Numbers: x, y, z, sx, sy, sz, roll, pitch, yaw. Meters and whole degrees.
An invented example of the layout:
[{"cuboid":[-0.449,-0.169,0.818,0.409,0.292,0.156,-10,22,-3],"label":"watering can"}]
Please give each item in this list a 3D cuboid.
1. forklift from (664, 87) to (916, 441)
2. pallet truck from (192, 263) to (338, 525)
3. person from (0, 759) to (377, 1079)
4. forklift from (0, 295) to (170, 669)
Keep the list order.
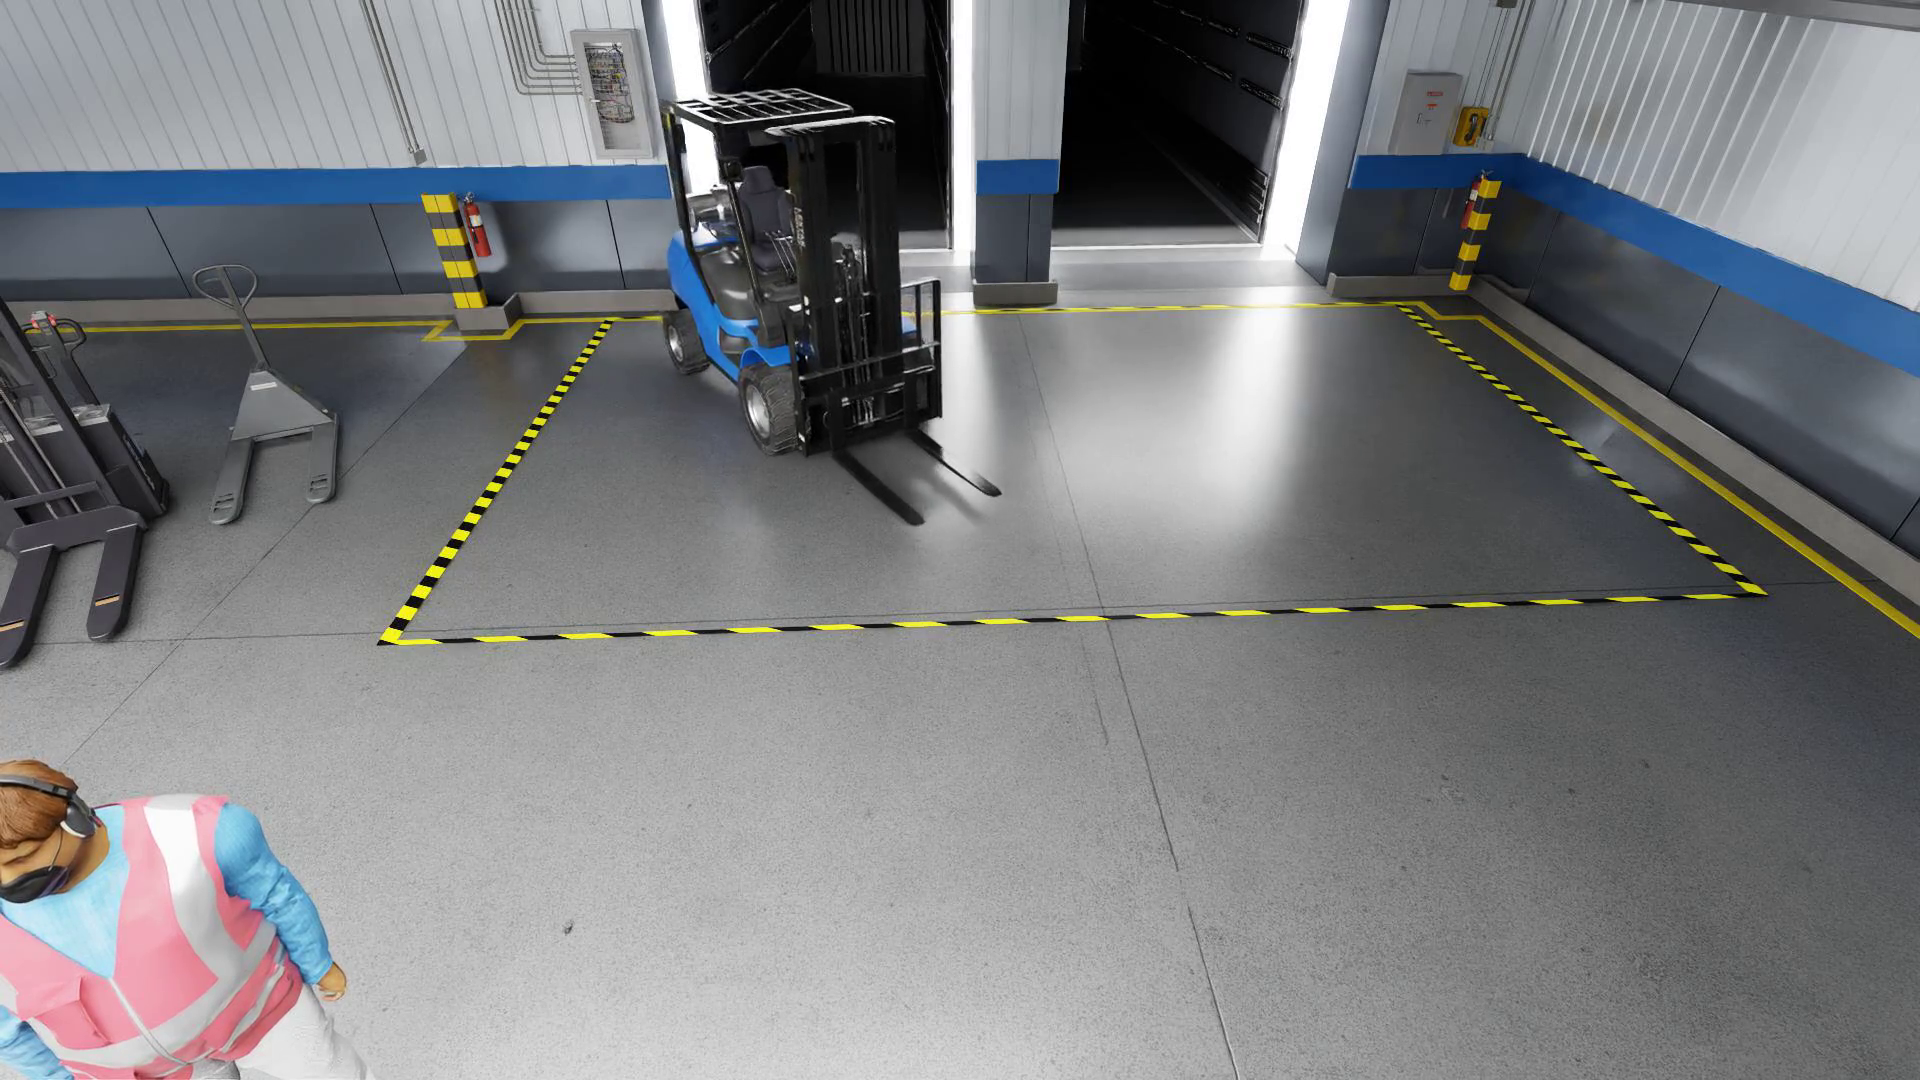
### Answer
[{"cuboid":[-1.326,-2.164,6.786,1.157,2.036,2.680,-21,40,-27],"label":"forklift"},{"cuboid":[-4.778,-1.027,6.128,0.680,1.201,1.601,-17,38,-23],"label":"pallet truck"},{"cuboid":[-1.952,1.236,2.352,0.636,1.838,0.429,-22,40,-28],"label":"person"},{"cuboid":[-5.212,-0.618,4.878,0.823,1.965,1.885,-20,39,-26],"label":"forklift"}]
